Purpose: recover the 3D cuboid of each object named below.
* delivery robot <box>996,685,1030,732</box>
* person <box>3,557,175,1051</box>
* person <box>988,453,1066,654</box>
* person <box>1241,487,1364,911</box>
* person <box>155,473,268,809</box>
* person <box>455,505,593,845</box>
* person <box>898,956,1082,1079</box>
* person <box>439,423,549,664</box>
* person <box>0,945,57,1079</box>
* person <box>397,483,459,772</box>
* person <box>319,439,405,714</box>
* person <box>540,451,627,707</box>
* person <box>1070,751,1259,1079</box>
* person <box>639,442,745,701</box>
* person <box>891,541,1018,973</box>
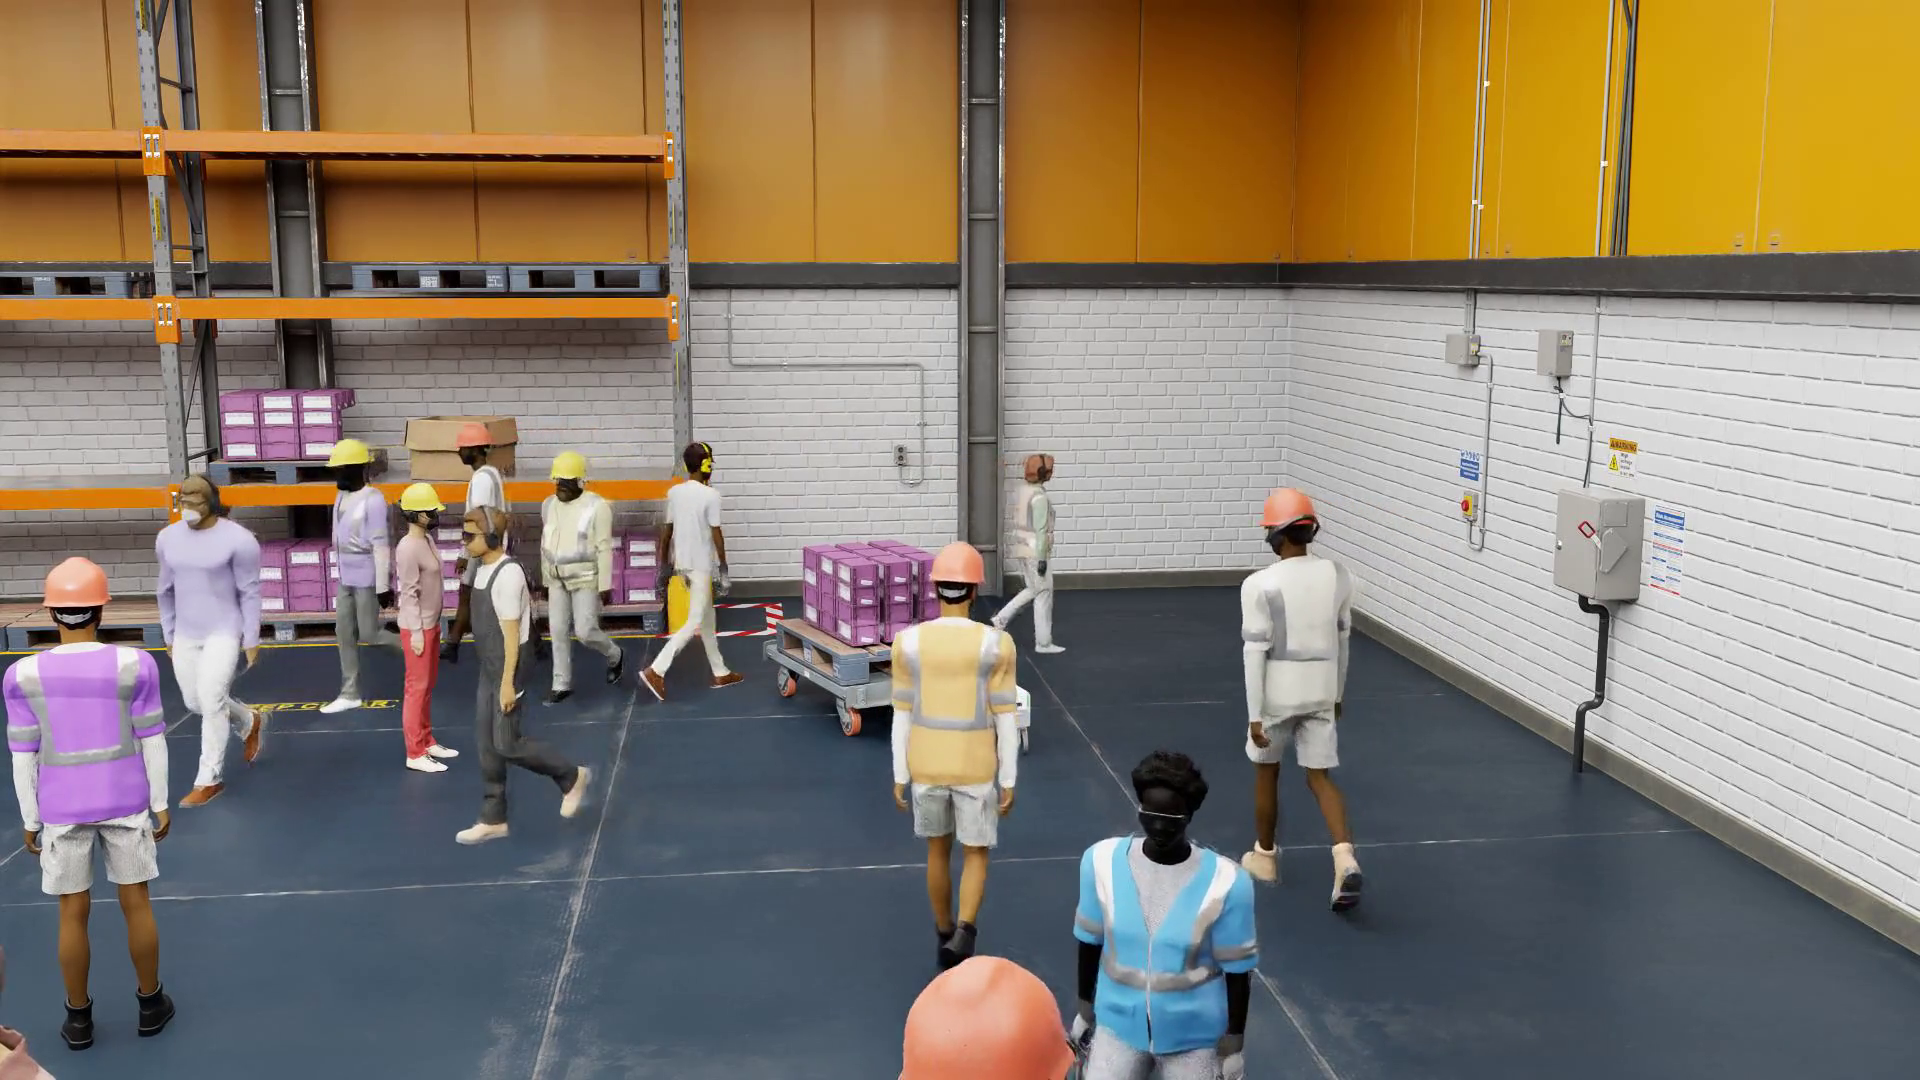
[{"bbox_3d":[0.176,1.007,10.664,0.477,0.478,0.707,-3,10,-21],"label":"delivery robot"},{"bbox_3d":[-3.396,1.028,6.526,0.545,1.938,0.355,-4,10,-26],"label":"person"},{"bbox_3d":[0.552,0.114,13.189,0.538,1.623,0.533,-2,9,-14],"label":"person"},{"bbox_3d":[1.644,0.762,7.975,0.603,2.013,0.868,-2,9,-14],"label":"person"},{"bbox_3d":[-4.309,0.537,9.682,0.636,1.910,0.806,2,9,10],"label":"person"},{"bbox_3d":[-2.383,0.705,8.899,0.649,1.827,0.529,-7,11,-37],"label":"person"},{"bbox_3d":[0.104,1.596,2.702,0.613,2.027,0.741,3,9,17],"label":"person"},{"bbox_3d":[-3.678,0.046,12.832,0.989,1.891,0.563,-3,9,-16],"label":"person"},{"bbox_3d":[-1.796,1.605,3.011,0.642,1.913,0.408,5,11,31],"label":"person"},{"bbox_3d":[-3.272,0.527,10.189,0.310,1.768,0.533,-1,9,-5],"label":"person"},{"bbox_3d":[-4.106,0.235,11.584,0.591,1.907,0.744,9,13,43],"label":"person"},{"bbox_3d":[-2.678,0.255,11.775,0.612,1.805,0.659,4,10,26],"label":"person"},{"bbox_3d":[0.580,1.423,4.817,0.553,1.684,0.363,3,10,20],"label":"person"},{"bbox_3d":[-1.943,0.214,11.960,0.532,1.830,0.883,8,12,40],"label":"person"},{"bbox_3d":[-0.035,0.968,7.015,0.543,1.909,0.758,1,9,8],"label":"person"}]
